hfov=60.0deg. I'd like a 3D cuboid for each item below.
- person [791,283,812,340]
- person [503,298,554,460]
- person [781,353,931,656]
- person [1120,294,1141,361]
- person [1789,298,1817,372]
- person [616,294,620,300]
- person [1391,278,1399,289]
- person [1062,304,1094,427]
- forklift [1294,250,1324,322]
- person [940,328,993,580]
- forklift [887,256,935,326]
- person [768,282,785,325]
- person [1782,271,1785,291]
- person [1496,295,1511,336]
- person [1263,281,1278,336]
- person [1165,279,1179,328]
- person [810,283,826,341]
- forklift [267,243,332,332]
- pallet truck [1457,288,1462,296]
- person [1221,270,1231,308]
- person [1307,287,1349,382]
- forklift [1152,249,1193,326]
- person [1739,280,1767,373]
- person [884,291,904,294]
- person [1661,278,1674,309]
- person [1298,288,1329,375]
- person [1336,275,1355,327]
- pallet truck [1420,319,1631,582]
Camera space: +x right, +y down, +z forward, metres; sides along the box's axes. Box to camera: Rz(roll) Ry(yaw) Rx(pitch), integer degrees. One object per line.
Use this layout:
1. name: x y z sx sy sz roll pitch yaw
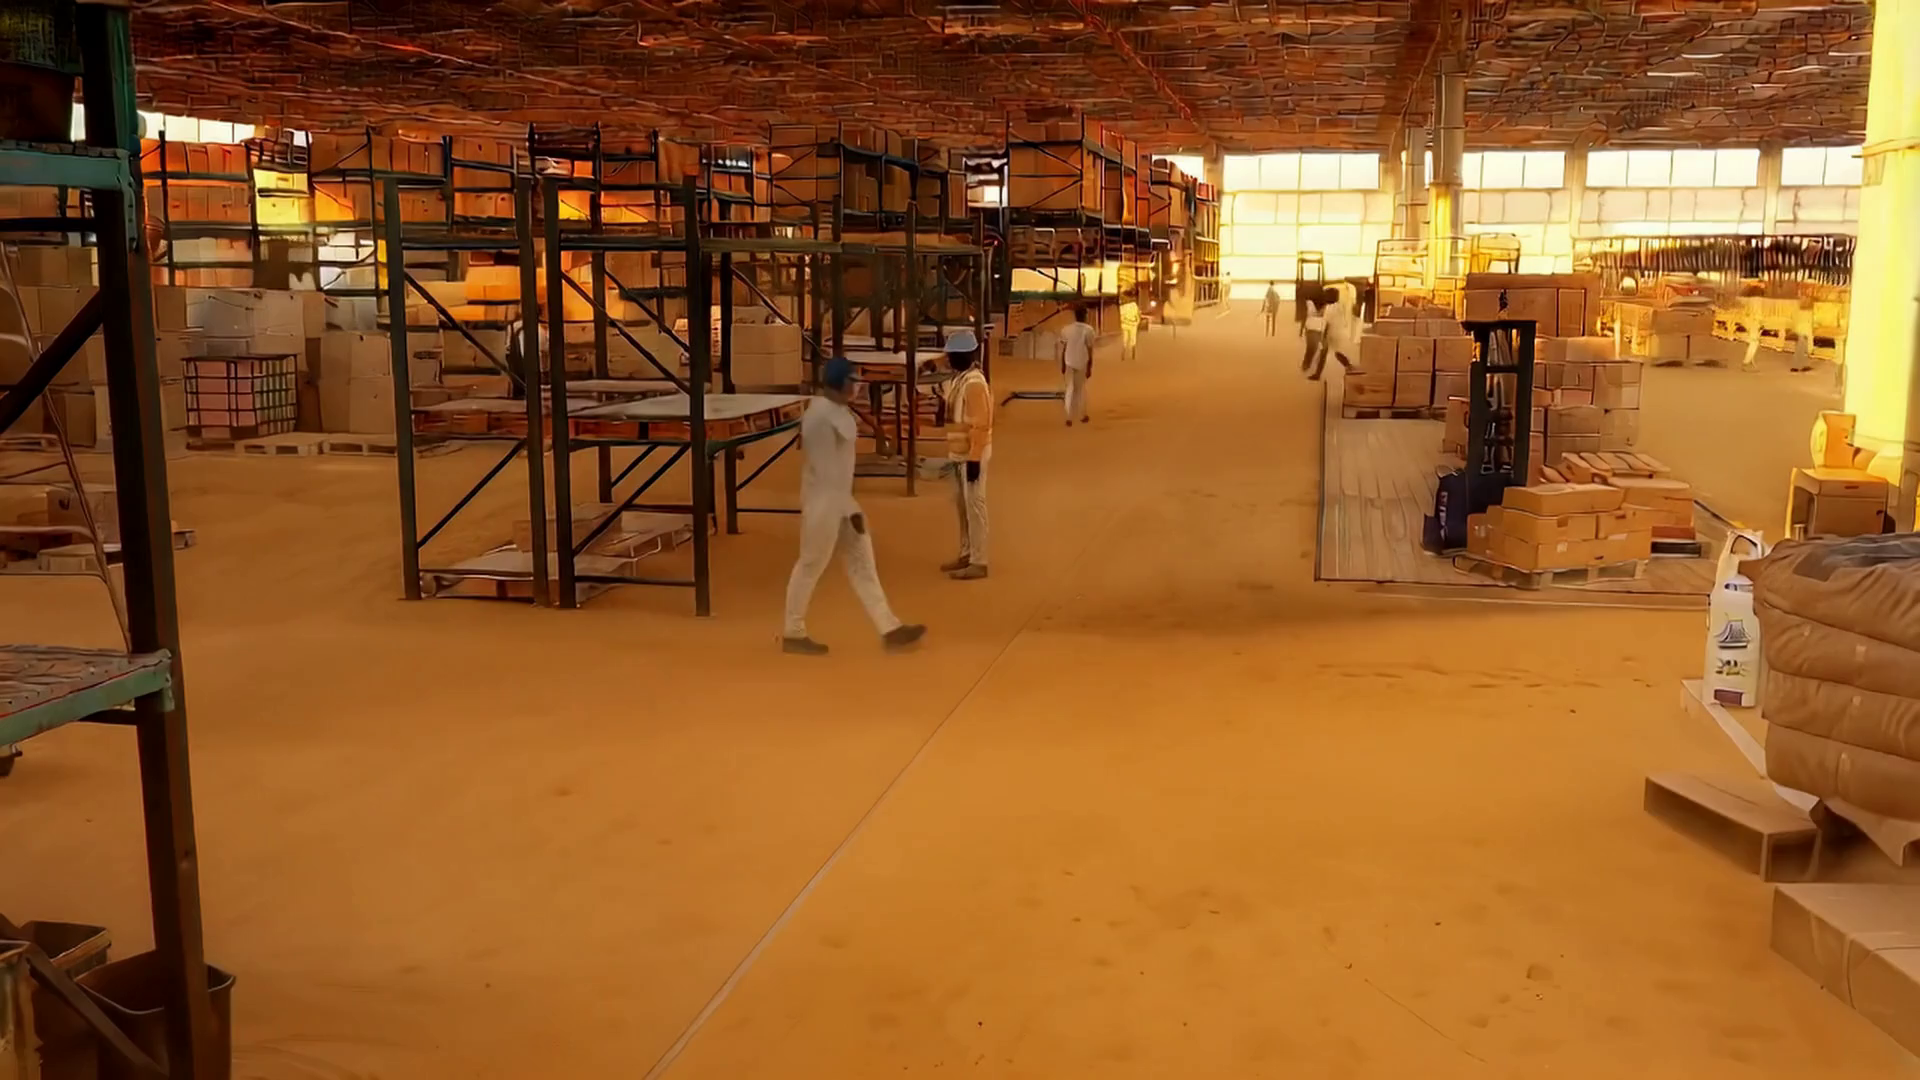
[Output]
1. person: -3.581 -4.925 38.152 0.629 1.940 0.379 -7 12 -35
2. person: -5.273 -2.005 20.564 0.674 2.000 0.537 8 12 39
3. person: -0.674 -0.197 10.310 1.009 1.890 0.646 2 10 12
4. person: 4.140 -5.168 40.507 0.515 1.629 0.444 5 11 25
5. person: 18.654 -4.498 36.582 0.714 1.604 0.533 2 10 11
6. person: -8.439 -5.238 40.924 0.524 1.631 0.318 0 10 -1
7. person: 21.854 -12.418 83.412 0.513 1.639 0.313 2 10 11
8. person: 1.735 -2.592 24.717 0.535 1.819 1.003 3 10 16
9. forklift: 13.778 -10.002 65.433 1.129 2.768 1.873 2 10 12
10. person: 0.057 -0.661 12.891 0.402 1.944 0.605 -2 10 -11
11. forklift: -1.296 -5.746 40.230 1.129 2.768 1.873 2 10 12
12. person: -4.542 -5.419 41.163 0.415 1.908 0.689 1 10 8
13. person: 39.481 -12.002 79.783 0.392 2.034 0.605 2 10 10
14. person: 11.768 -4.449 36.054 0.319 1.696 0.532 3 10 15
15. person: 10.069 -7.515 54.007 0.533 1.765 0.329 -4 10 -22
16. person: 7.611 -8.507 59.923 0.458 1.752 0.534 -1 10 -4
17. person: -3.454 -5.438 41.378 0.929 1.878 0.607 -4 10 -21
18. forklift: -14.709 -5.054 36.137 1.873 2.768 1.129 -2 10 -14
19. pallet truck: 20.506 -9.785 68.819 0.653 1.274 1.630 2 10 12
20. person: 13.587 -12.825 84.900 0.604 1.949 0.389 -5 11 -26
21. person: 7.558 -4.136 33.552 0.983 1.925 0.622 3 10 18
22. forklift: 7.646 -9.320 61.395 1.873 2.768 1.129 2 10 11
23. person: 17.380 -4.669 36.397 0.412 2.030 0.654 3 10 20
24. person: -1.725 -6.021 44.545 0.641 1.977 0.476 3 10 16
25. person: 24.691 -8.221 58.043 0.403 1.817 0.601 7 12 38
26. person: 7.631 -4.470 35.719 0.604 1.847 0.927 -4 10 -24
27. person: 14.140 -8.759 61.006 0.673 1.881 0.785 2 10 14
28. pallet truck: 4.543 -0.757 13.299 0.823 1.965 1.885 -4 10 -22
